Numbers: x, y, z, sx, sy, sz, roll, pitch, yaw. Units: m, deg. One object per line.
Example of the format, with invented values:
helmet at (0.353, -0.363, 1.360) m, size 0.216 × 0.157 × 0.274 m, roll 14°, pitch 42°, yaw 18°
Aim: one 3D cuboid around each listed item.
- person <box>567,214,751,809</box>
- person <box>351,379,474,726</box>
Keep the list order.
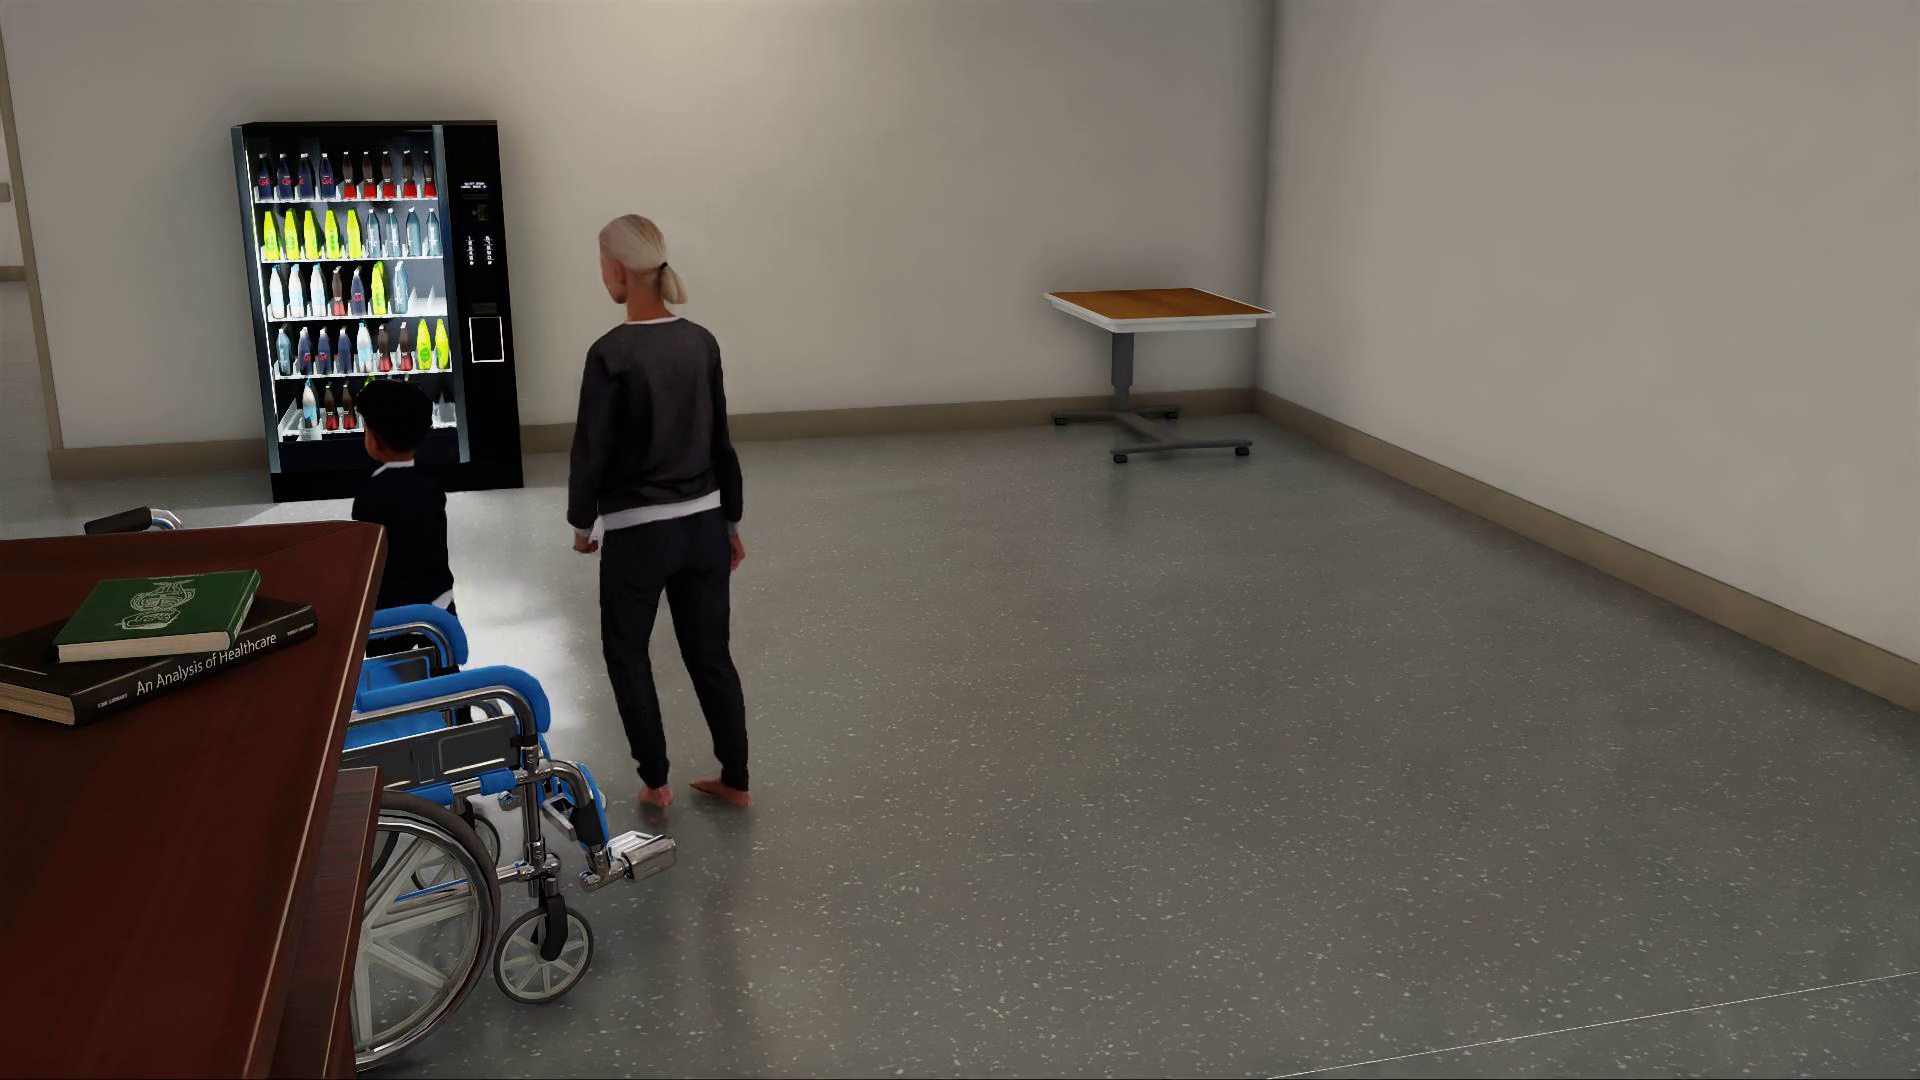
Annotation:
person at (-0.809, -0.018, 4.584) m, size 0.702 × 1.706 × 0.802 m, roll -10°, pitch 18°, yaw -31°
person at (-1.555, 0.151, 4.831) m, size 0.822 × 1.207 × 0.754 m, roll 8°, pitch 18°, yaw 26°
